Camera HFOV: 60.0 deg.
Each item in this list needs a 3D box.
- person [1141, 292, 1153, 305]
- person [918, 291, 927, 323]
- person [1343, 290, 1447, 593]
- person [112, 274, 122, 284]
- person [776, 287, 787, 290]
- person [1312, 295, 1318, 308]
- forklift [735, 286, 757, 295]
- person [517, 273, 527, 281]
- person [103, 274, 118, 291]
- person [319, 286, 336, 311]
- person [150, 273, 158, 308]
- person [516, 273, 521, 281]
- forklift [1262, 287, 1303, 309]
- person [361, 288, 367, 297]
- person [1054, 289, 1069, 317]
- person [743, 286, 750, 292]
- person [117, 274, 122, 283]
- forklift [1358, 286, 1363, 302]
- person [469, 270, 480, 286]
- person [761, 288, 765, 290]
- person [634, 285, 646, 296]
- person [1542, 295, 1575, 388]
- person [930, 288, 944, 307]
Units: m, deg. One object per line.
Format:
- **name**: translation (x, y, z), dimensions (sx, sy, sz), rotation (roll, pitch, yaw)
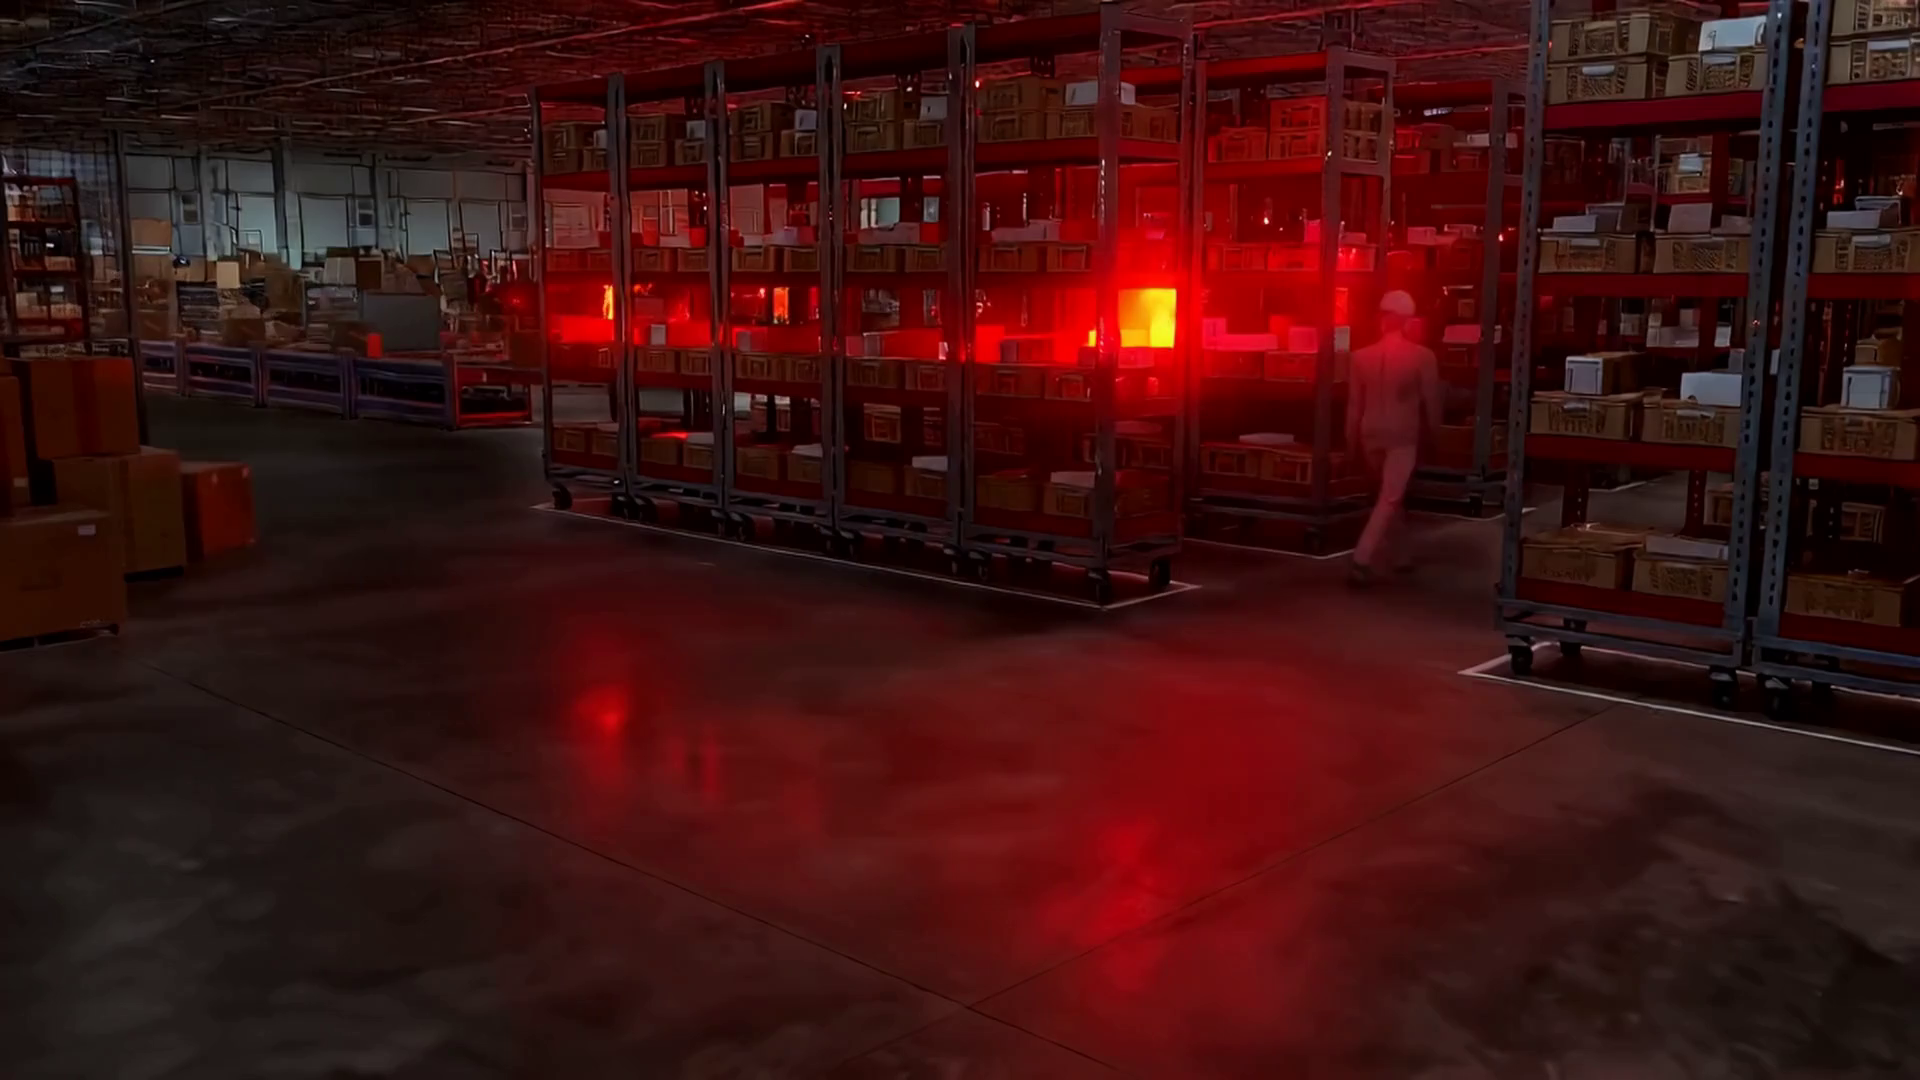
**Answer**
- **person**: translation (2.765, -2.800, 24.655), dimensions (0.770, 1.727, 0.517), rotation (-7, 12, -38)
- **person**: translation (-1.033, -5.628, 41.714), dimensions (0.403, 1.818, 0.602), rotation (-4, 10, -21)
- **person**: translation (2.773, -0.641, 10.793), dimensions (1.025, 1.949, 0.625), rotation (-8, 12, -40)
- **person**: translation (-33.117, -9.528, 65.401), dimensions (0.559, 1.895, 0.977), rotation (5, 10, 28)
- **person**: translation (-6.658, -9.119, 62.474), dimensions (0.534, 2.020, 0.620), rotation (8, 12, 40)
- **person**: translation (5.978, -3.308, 27.520), dimensions (0.629, 1.799, 0.817), rotation (8, 12, 42)
- **forklift**: translation (-10.741, -12.414, 80.056), dimensions (1.873, 2.768, 1.129), rotation (9, 13, 43)
- **person**: translation (-21.428, -12.122, 81.383), dimensions (0.521, 1.865, 0.328), rotation (-4, 10, -25)
- **person**: translation (-23.219, -6.322, 45.651), dimensions (0.562, 1.918, 0.554), rotation (9, 13, 44)
- **person**: translation (-17.997, -6.658, 47.505), dimensions (0.393, 1.985, 0.611), rotation (3, 10, 18)
- **person**: translation (-34.549, -10.484, 71.317), dimensions (0.359, 1.878, 0.579), rotation (-6, 11, -34)
- **person**: translation (-24.039, -13.635, 90.631), dimensions (1.063, 1.868, 0.622), rotation (7, 12, 38)
- **forklift**: translation (10.769, -8.203, 54.240), dimensions (1.129, 2.768, 1.873), rotation (8, 12, 42)
- **person**: translation (-21.606, -8.736, 60.528), dimensions (0.977, 1.882, 0.562), rotation (-8, 12, -40)
- **person**: translation (1.509, -2.506, 22.548), dimensions (0.717, 1.822, 0.579), rotation (-7, 11, -35)
- **person**: translation (-8.001, -8.815, 61.910), dimensions (0.804, 1.596, 0.539), rotation (1, 9, 4)
- **person**: translation (-40.633, -11.991, 80.698), dimensions (0.651, 1.815, 0.602), rotation (1, 9, 9)
- **forklift**: translation (11.100, -7.017, 46.970), dimensions (1.873, 2.768, 1.129), rotation (9, 13, 43)
- **person**: translation (-24.012, -12.330, 82.113), dimensions (0.684, 2.000, 0.539), rotation (-1, 9, -4)
- **person**: translation (-7.429, -9.017, 62.989), dimensions (0.904, 1.643, 0.535), rotation (2, 9, 12)
- **person**: translation (-12.273, -9.206, 63.415), dimensions (0.591, 1.896, 0.626), rotation (2, 10, 15)
- **person**: translation (7.288, -2.239, 20.318), dimensions (0.549, 2.026, 0.611), rotation (7, 12, 37)
- **person**: translation (-0.778, -8.132, 56.962), dimensions (1.011, 1.858, 0.665), rotation (9, 13, 43)
